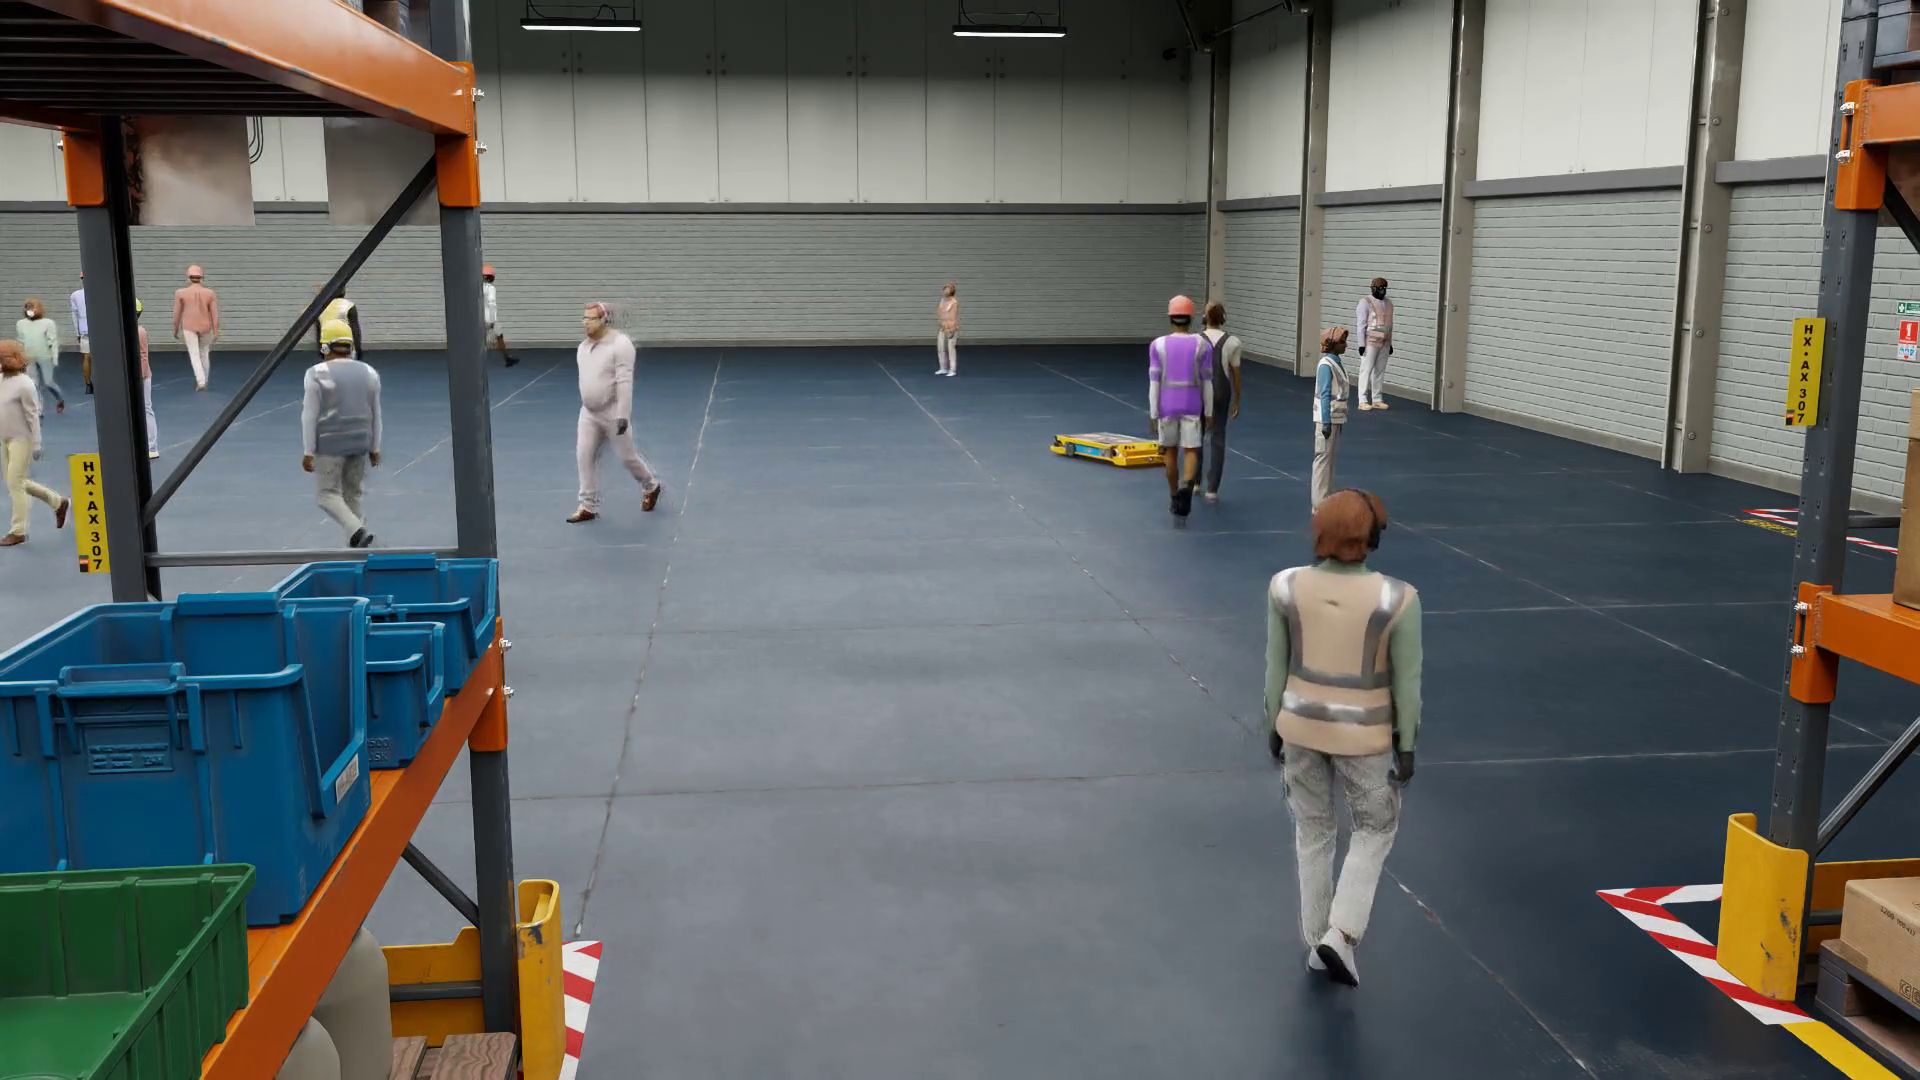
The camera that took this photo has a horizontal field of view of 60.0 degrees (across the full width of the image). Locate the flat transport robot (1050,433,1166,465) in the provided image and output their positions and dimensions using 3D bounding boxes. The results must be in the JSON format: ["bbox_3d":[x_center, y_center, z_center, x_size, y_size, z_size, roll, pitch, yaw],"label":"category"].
[{"bbox_3d":[1.640,-1.000,18.009,0.652,0.197,1.431,-6,12,-30],"label":"flat transport robot"}]

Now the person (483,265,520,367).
[{"bbox_3d":[-8.584,-4.084,30.513,0.549,1.881,0.970,8,13,38],"label":"person"}]

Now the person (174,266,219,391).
[{"bbox_3d":[-12.005,-3.328,26.170,0.616,1.958,0.976,-9,13,-39],"label":"person"}]

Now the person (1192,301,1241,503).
[{"bbox_3d":[2.301,-1.284,15.311,0.549,1.814,0.809,0,10,1],"label":"person"}]

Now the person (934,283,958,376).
[{"bbox_3d":[-0.196,-3.614,28.668,0.412,1.610,0.543,-8,13,-37],"label":"person"}]

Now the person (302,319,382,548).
[{"bbox_3d":[-4.475,-0.696,12.103,0.544,1.815,0.614,7,13,35],"label":"person"}]

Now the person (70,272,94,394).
[{"bbox_3d":[-13.292,-3.197,25.510,0.543,1.928,0.372,0,10,2],"label":"person"}]

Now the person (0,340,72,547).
[{"bbox_3d":[-7.369,-0.780,13.101,0.508,1.613,0.643,6,12,31],"label":"person"}]

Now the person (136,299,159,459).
[{"bbox_3d":[-8.932,-1.751,18.019,0.302,1.772,0.525,-10,14,-43],"label":"person"}]

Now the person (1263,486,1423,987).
[{"bbox_3d":[1.197,0.643,5.299,0.518,1.625,0.440,6,12,29],"label":"person"}]

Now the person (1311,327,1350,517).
[{"bbox_3d":[3.184,-1.008,14.298,0.306,1.639,0.524,4,11,23],"label":"person"}]

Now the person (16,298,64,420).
[{"bbox_3d":[-12.112,-2.383,21.923,0.497,1.619,0.548,-1,10,-4],"label":"person"}]

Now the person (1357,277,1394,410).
[{"bbox_3d":[5.810,-2.732,23.195,0.633,1.841,0.429,-6,12,-31],"label":"person"}]

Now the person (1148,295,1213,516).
[{"bbox_3d":[1.882,-1.130,14.227,0.563,1.913,0.757,1,10,8],"label":"person"}]

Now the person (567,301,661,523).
[{"bbox_3d":[-2.989,-1.113,14.261,0.632,1.868,0.910,6,12,28],"label":"person"}]

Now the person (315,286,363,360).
[{"bbox_3d":[-8.465,-2.630,22.701,0.625,1.830,0.461,2,11,13],"label":"person"}]
